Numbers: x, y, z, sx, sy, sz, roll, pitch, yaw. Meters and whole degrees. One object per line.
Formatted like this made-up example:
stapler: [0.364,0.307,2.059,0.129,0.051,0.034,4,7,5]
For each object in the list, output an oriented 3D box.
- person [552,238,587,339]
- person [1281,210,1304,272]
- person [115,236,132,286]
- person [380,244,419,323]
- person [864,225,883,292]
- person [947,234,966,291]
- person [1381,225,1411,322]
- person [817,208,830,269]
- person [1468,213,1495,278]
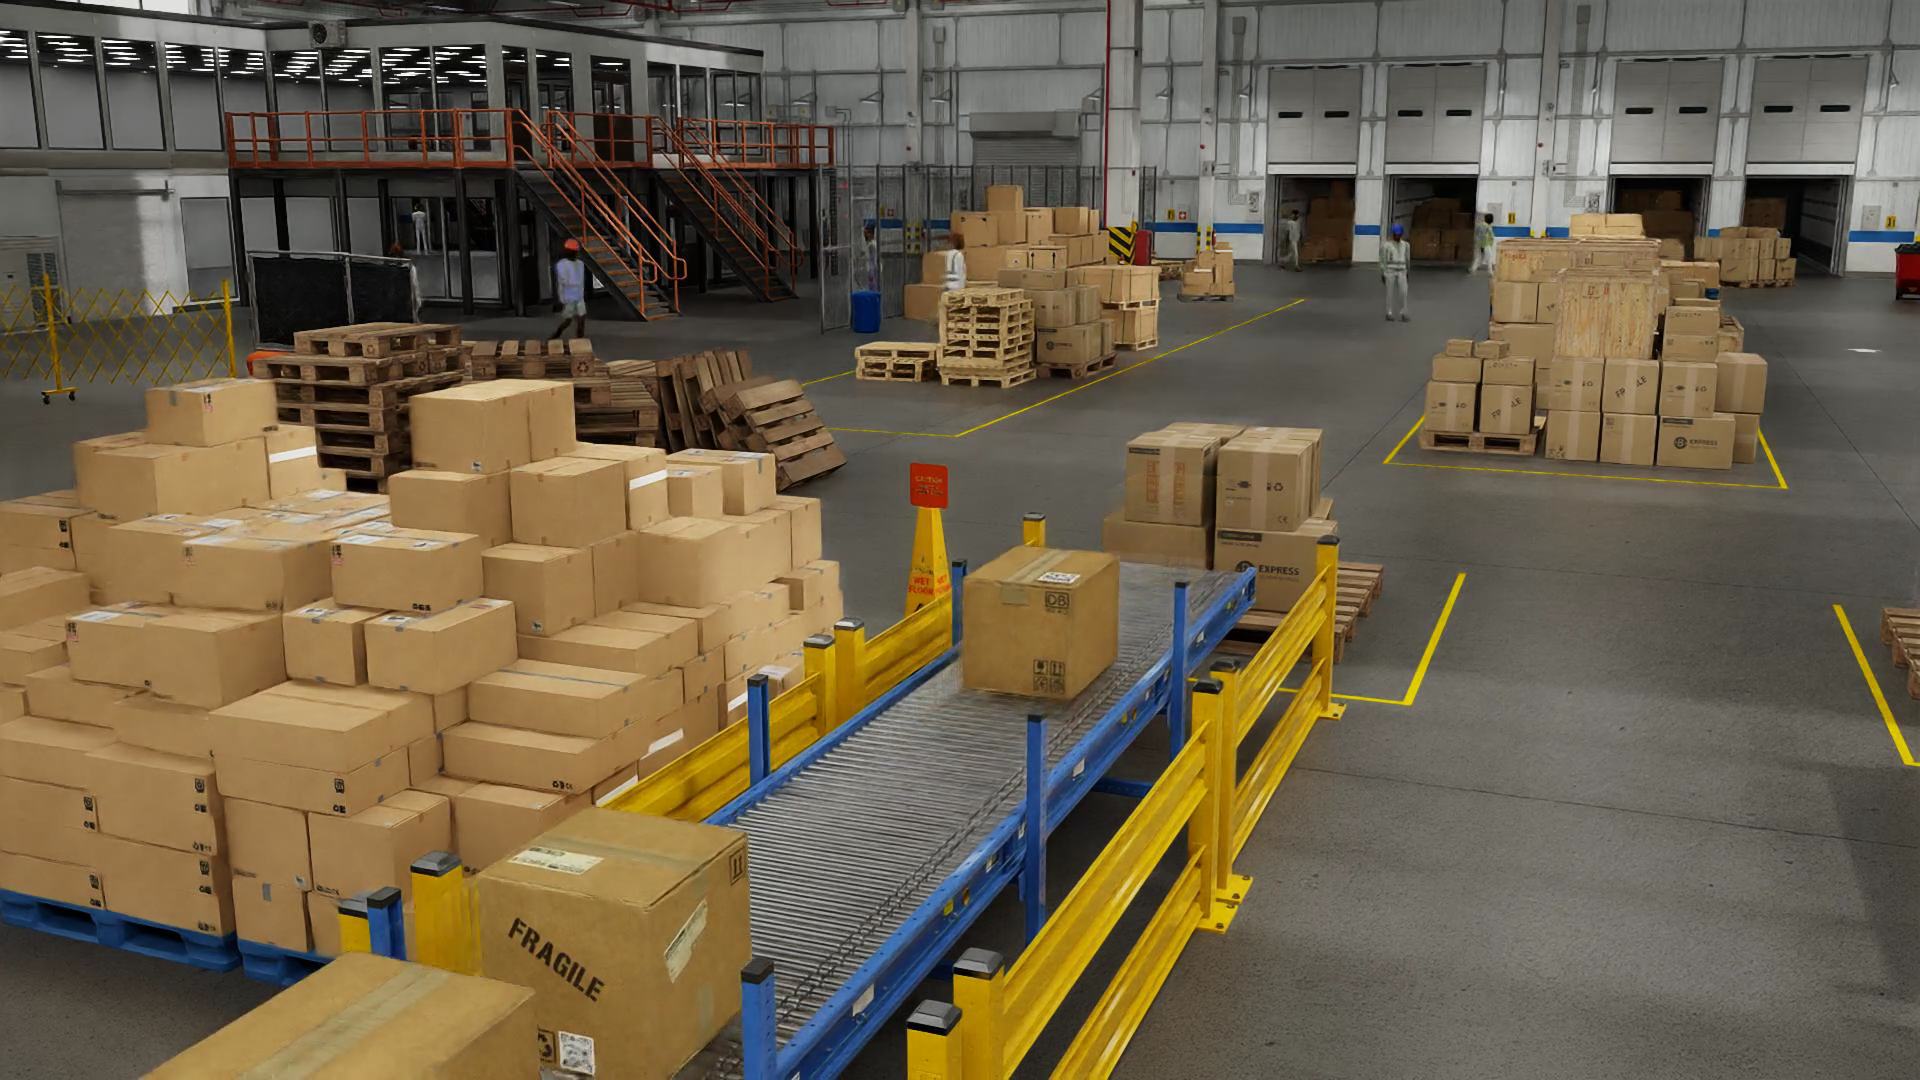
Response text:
person: [-6.421,-4.006,27.354,0.727,1.918,0.548,10,16,37]
person: [9.894,-8.893,49.434,0.533,1.847,0.822,-11,16,-40]
person: [-20.077,-6.575,39.550,0.825,1.585,0.523,-3,13,-14]
person: [-8.865,-3.763,26.409,0.583,1.856,0.878,1,13,3]
person: [-1.762,-5.429,33.741,0.395,1.911,0.588,0,13,2]
person: [-0.024,-4.599,30.103,0.423,1.865,0.599,-4,13,-19]
person: [8.701,-5.283,33.049,0.652,1.915,0.880,-2,13,-8]
person: [-4.189,-9.181,50.710,0.507,1.846,0.345,-9,16,-36]
person: [14.774,-8.295,46.835,0.833,1.816,0.634,6,14,26]
